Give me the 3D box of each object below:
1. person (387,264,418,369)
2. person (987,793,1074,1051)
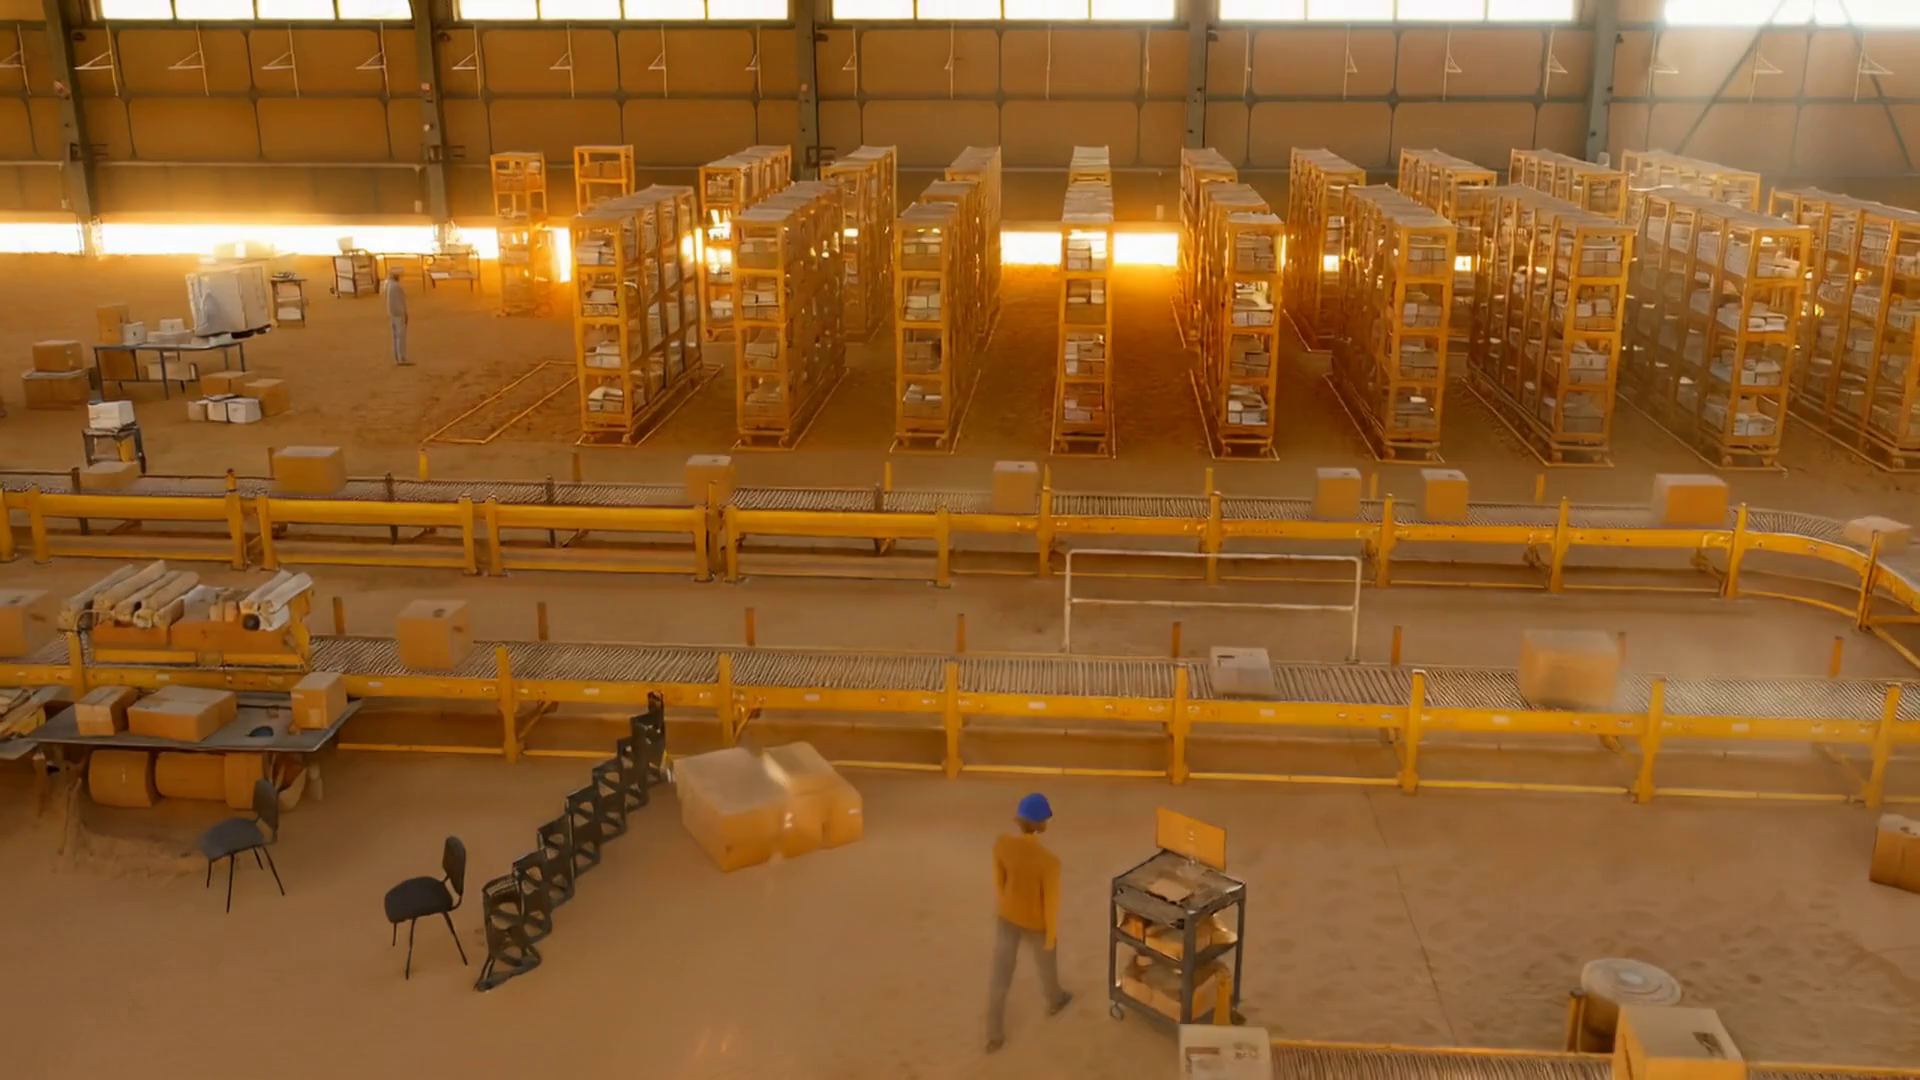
[{"bbox_3d":[-10.729,-4.280,31.879,0.386,1.992,0.622,-15,23,-39],"label":"person"},{"bbox_3d":[0.435,2.464,10.928,0.540,1.720,0.905,11,21,31],"label":"person"}]
